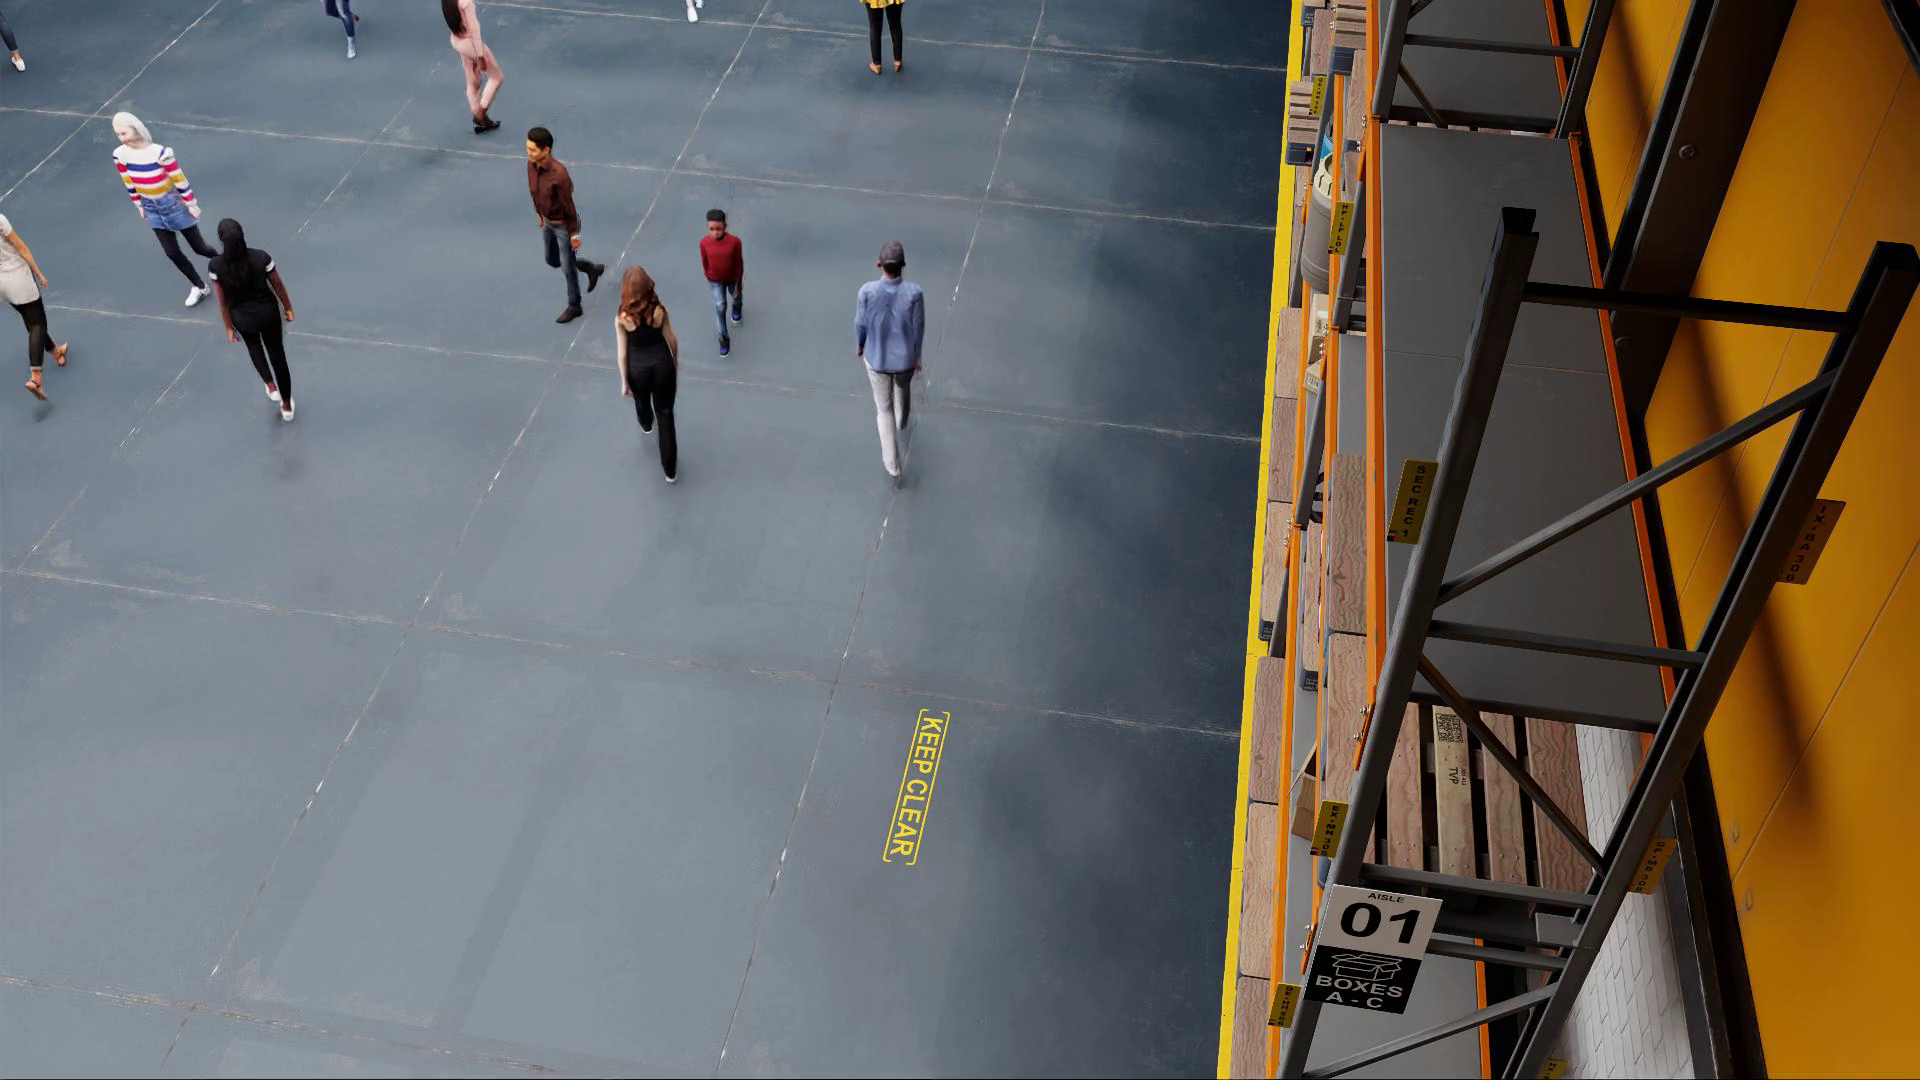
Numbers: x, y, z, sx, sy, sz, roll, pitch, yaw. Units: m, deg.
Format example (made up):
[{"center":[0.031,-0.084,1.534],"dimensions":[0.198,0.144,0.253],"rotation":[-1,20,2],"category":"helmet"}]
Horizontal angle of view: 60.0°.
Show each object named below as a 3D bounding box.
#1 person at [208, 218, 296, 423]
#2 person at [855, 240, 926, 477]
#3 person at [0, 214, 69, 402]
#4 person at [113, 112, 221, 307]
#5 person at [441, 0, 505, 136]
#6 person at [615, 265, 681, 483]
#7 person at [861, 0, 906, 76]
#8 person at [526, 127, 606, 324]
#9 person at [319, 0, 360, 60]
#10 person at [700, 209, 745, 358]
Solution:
[{"center":[-5.281,-1.614,12.516],"dimensions":[0.824,1.715,0.894],"rotation":[-14,45,-14],"category":"person"},{"center":[-0.502,-1.291,12.072],"dimensions":[0.862,1.860,1.216],"rotation":[-4,44,-4],"category":"person"},{"center":[-7.289,-1.905,12.765],"dimensions":[0.873,1.793,1.172],"rotation":[-6,44,-6],"category":"person"},{"center":[-6.472,-2.747,13.654],"dimensions":[0.736,1.785,0.814],"rotation":[-3,44,-3],"category":"person"},{"center":[-4.668,-4.577,15.630],"dimensions":[0.802,1.710,0.769],"rotation":[-34,53,-30],"category":"person"},{"center":[-2.221,-1.153,12.034],"dimensions":[0.933,1.712,1.149],"rotation":[-12,45,-12],"category":"person"},{"center":[-0.759,-5.449,16.585],"dimensions":[0.844,1.655,0.889],"rotation":[-10,44,-10],"category":"person"},{"center":[-3.175,-2.596,13.510],"dimensions":[0.878,1.765,0.978],"rotation":[30,51,28],"category":"person"},{"center":[-6.358,-5.722,16.907],"dimensions":[0.634,1.605,0.722],"rotation":[5,44,5],"category":"person"},{"center":[-1.897,-2.181,13.462],"dimensions":[0.653,1.231,0.970],"rotation":[-3,44,-3],"category":"person"}]
